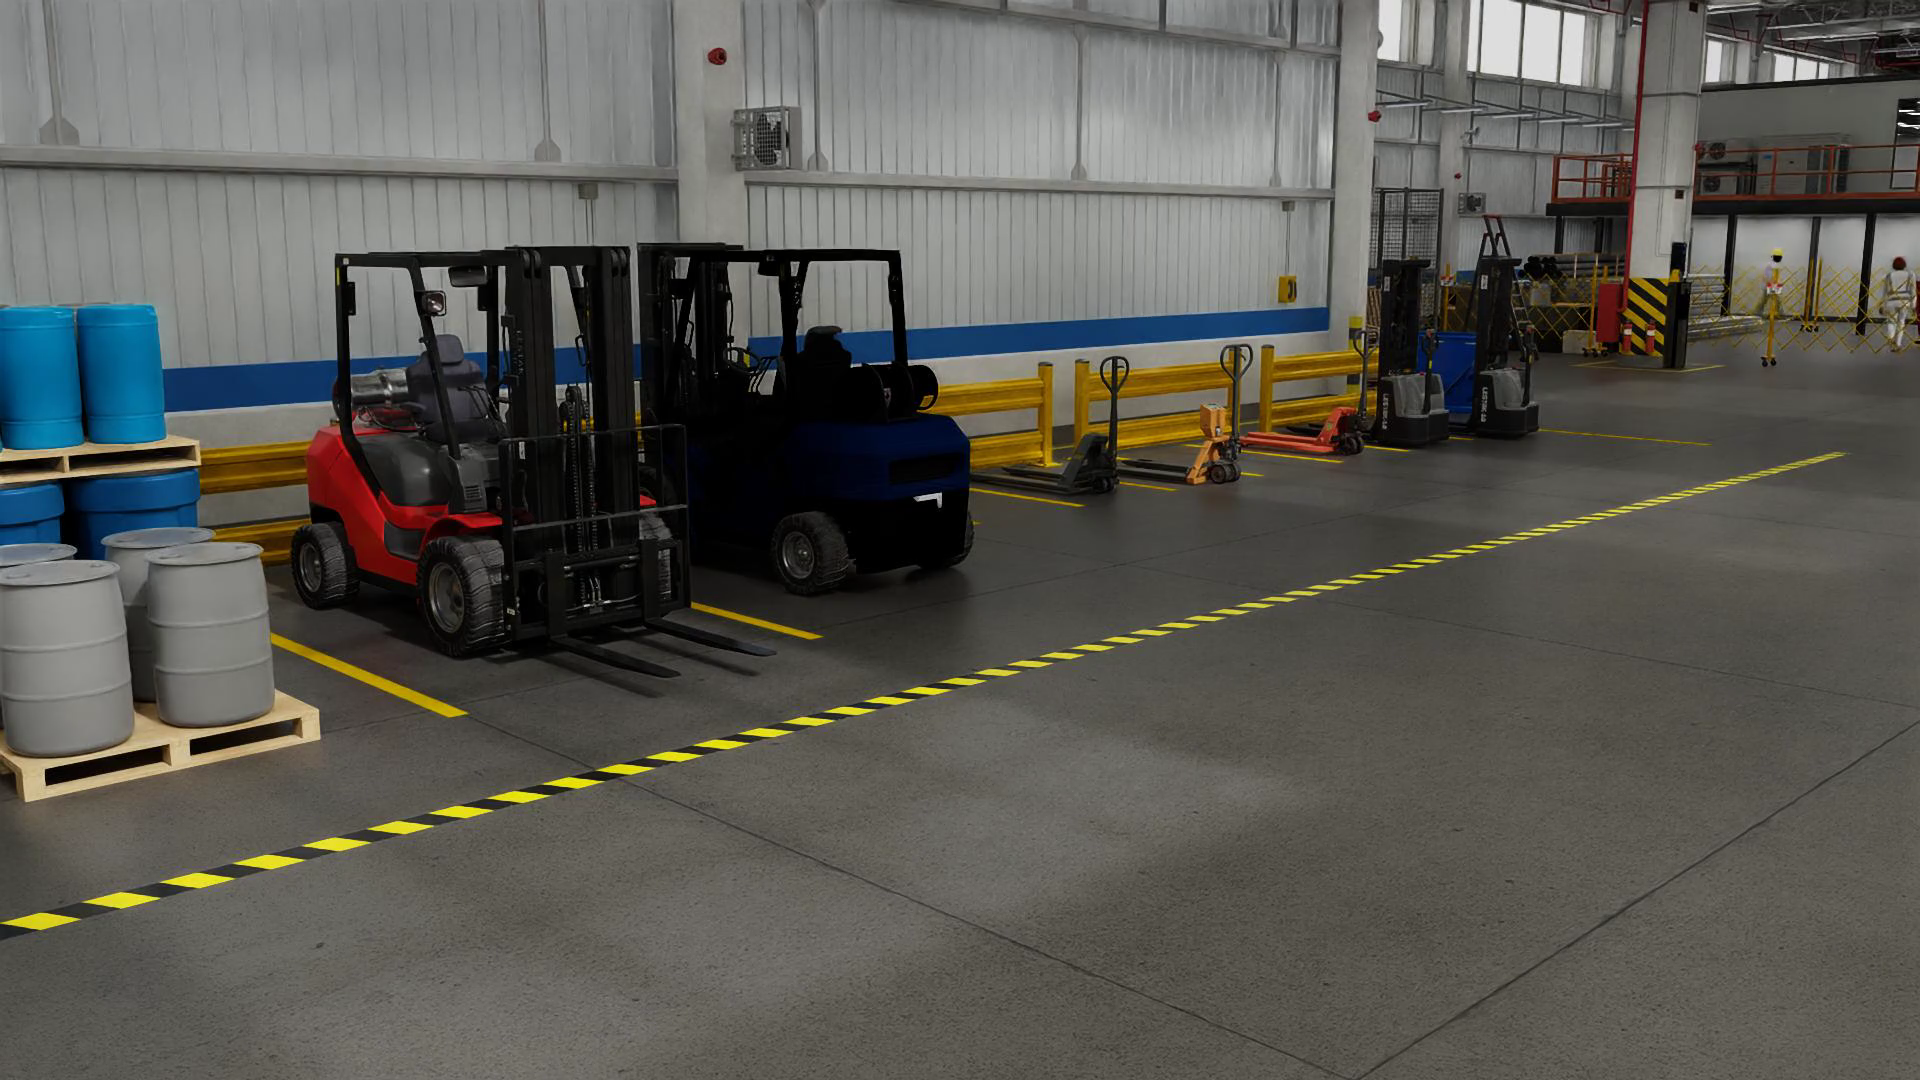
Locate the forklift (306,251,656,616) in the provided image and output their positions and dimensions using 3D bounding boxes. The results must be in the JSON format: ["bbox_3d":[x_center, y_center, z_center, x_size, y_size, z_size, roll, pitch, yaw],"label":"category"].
[{"bbox_3d":[-2.833,-0.669,9.694,1.157,1.987,2.680,-10,14,-44],"label":"forklift"}]

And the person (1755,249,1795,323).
[{"bbox_3d":[20.826,-6.470,42.455,0.980,1.873,0.610,2,11,12],"label":"person"}]

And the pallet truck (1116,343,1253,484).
[{"bbox_3d":[1.962,-1.215,15.415,1.522,1.261,0.704,10,14,43],"label":"pallet truck"}]

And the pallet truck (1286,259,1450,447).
[{"bbox_3d":[4.493,-2.078,18.196,0.823,1.965,1.885,-9,14,-40],"label":"pallet truck"}]

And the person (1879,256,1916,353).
[{"bbox_3d":[17.845,-4.477,31.652,0.628,1.862,0.593,4,11,19],"label":"person"}]

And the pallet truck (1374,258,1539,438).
[{"bbox_3d":[5.704,-2.208,18.901,1.885,1.965,0.823,10,14,43],"label":"pallet truck"}]

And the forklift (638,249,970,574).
[{"bbox_3d":[-1.173,-0.958,11.239,2.680,1.987,1.157,10,14,43],"label":"forklift"}]

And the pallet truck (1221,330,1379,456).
[{"bbox_3d":[3.563,-1.581,17.381,0.653,1.274,1.630,-10,14,-44],"label":"pallet truck"}]

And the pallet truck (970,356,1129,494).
[{"bbox_3d":[0.784,-1.085,14.876,0.680,1.201,1.601,-10,14,-44],"label":"pallet truck"}]
